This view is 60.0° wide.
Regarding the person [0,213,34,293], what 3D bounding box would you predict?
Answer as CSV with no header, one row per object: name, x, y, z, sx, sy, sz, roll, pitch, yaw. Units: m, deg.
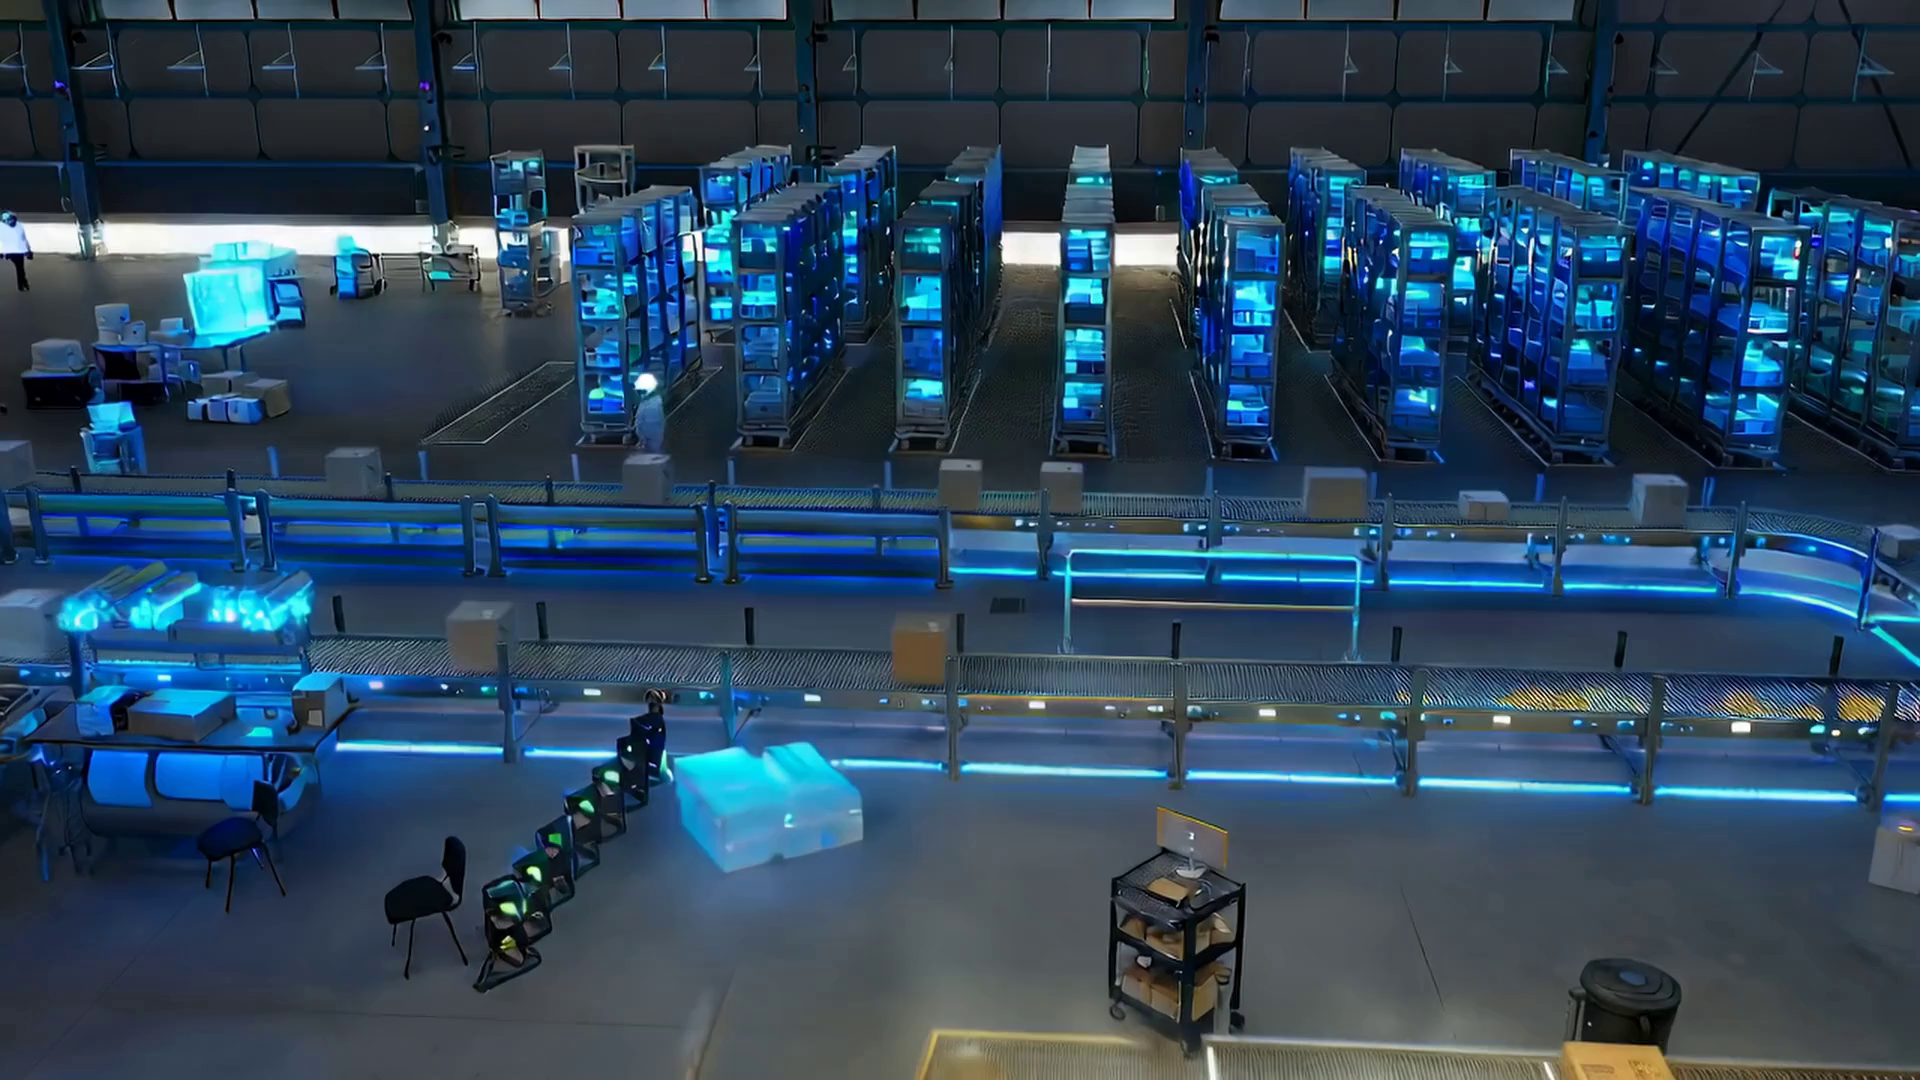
person,-22.993,-7.027,40.687,0.966,1.925,0.652,10,20,29

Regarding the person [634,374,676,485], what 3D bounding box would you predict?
person,-4.279,-1.417,23.082,0.457,1.818,0.596,-3,18,-11
